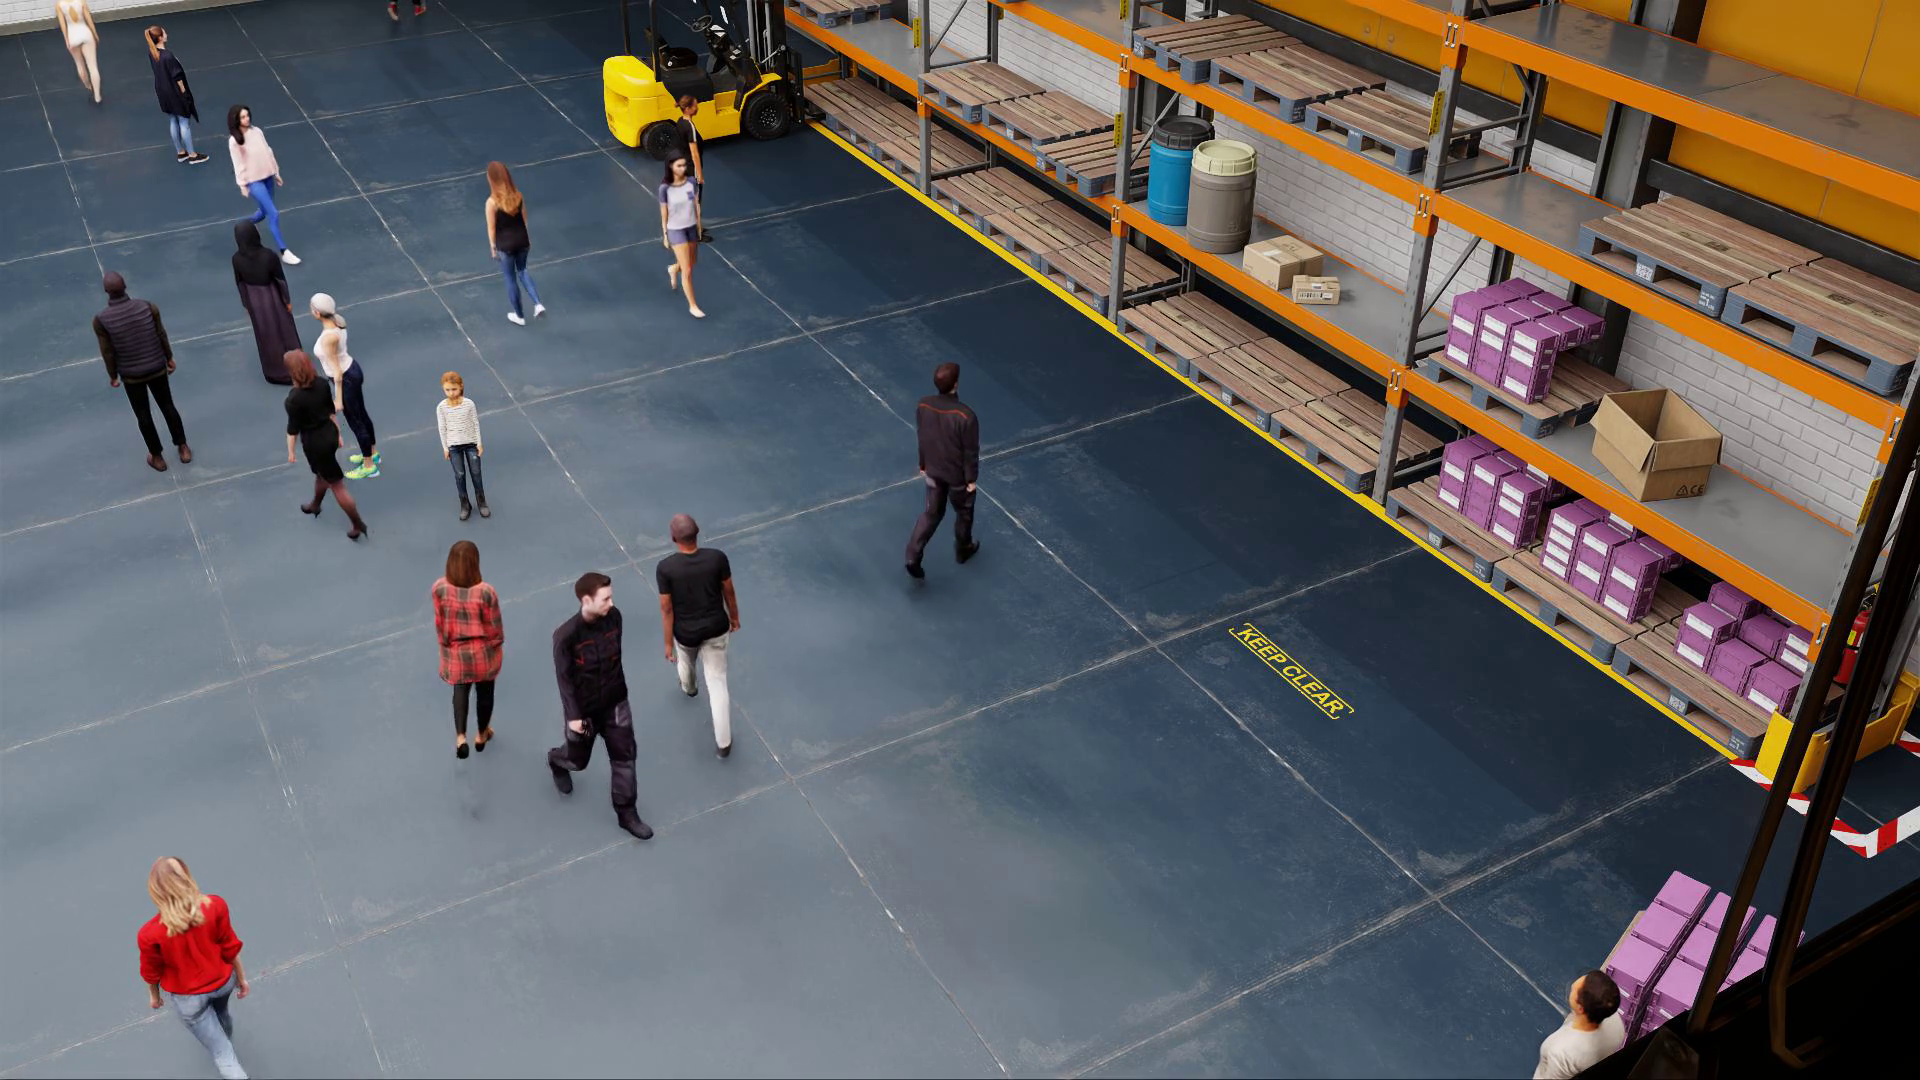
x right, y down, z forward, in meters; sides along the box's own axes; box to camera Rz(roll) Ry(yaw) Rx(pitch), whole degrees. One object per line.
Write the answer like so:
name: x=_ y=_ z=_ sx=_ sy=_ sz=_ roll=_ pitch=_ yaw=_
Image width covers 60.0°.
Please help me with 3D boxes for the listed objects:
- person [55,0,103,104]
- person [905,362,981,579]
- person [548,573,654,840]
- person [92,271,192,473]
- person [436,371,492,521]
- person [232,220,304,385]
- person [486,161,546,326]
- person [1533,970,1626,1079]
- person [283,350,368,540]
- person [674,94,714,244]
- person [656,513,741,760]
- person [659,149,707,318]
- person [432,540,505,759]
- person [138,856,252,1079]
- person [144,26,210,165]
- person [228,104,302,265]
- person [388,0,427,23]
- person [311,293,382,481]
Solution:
person: x=-11.741 y=-6.639 z=22.232 sx=0.587 sy=1.598 sz=1.026 roll=-16 pitch=37 yaw=-23
person: x=-0.138 y=-0.498 z=12.793 sx=1.144 sy=1.818 sz=1.096 roll=19 pitch=38 yaw=26
person: x=-2.354 y=1.009 z=10.476 sx=0.881 sy=1.873 sz=1.250 roll=-26 pitch=41 yaw=-33
person: x=-6.990 y=-1.452 z=14.213 sx=0.723 sy=1.835 sz=0.610 roll=-23 pitch=40 yaw=-31
person: x=-4.090 y=-0.789 z=13.684 sx=0.510 sy=1.316 sz=0.545 roll=-10 pitch=35 yaw=-15
person: x=-6.502 y=-2.230 z=15.583 sx=0.706 sy=1.615 sz=0.725 roll=-3 pitch=34 yaw=-4
person: x=-4.404 y=-2.910 z=16.517 sx=0.781 sy=1.713 sz=0.695 roll=26 pitch=42 yaw=34
person: x=2.887 y=2.718 z=7.960 sx=0.681 sy=1.812 sz=0.605 roll=-25 pitch=41 yaw=-32
person: x=-5.031 y=-0.719 z=13.257 sx=1.058 sy=1.672 sz=0.945 roll=13 pitch=36 yaw=18
person: x=-2.980 y=-4.100 z=18.349 sx=0.661 sy=1.667 sz=0.477 roll=-14 pitch=36 yaw=-20
person: x=-1.712 y=0.688 z=11.071 sx=0.882 sy=1.750 sz=1.252 roll=-9 pitch=35 yaw=-14
person: x=-2.858 y=-3.146 z=16.876 sx=0.676 sy=1.708 sz=1.048 roll=-23 pitch=40 yaw=-31
person: x=-3.243 y=0.794 z=10.975 sx=0.821 sy=1.679 sz=0.897 roll=-1 pitch=34 yaw=-2
person: x=-3.882 y=2.383 z=8.599 sx=0.834 sy=1.663 sz=1.175 roll=-29 pitch=43 yaw=-36
person: x=-9.647 y=-5.457 z=20.375 sx=0.661 sy=1.684 sz=0.775 roll=18 pitch=38 yaw=25
person: x=-7.608 y=-3.849 z=17.907 sx=1.192 sy=1.738 sz=1.055 roll=13 pitch=36 yaw=18
person: x=-8.597 y=-8.824 z=25.393 sx=1.062 sy=1.736 sz=1.144 roll=7 pitch=34 yaw=11
person: x=-5.207 y=-1.324 z=14.141 sx=0.729 sy=1.702 sz=0.603 roll=-4 pitch=34 yaw=-6
